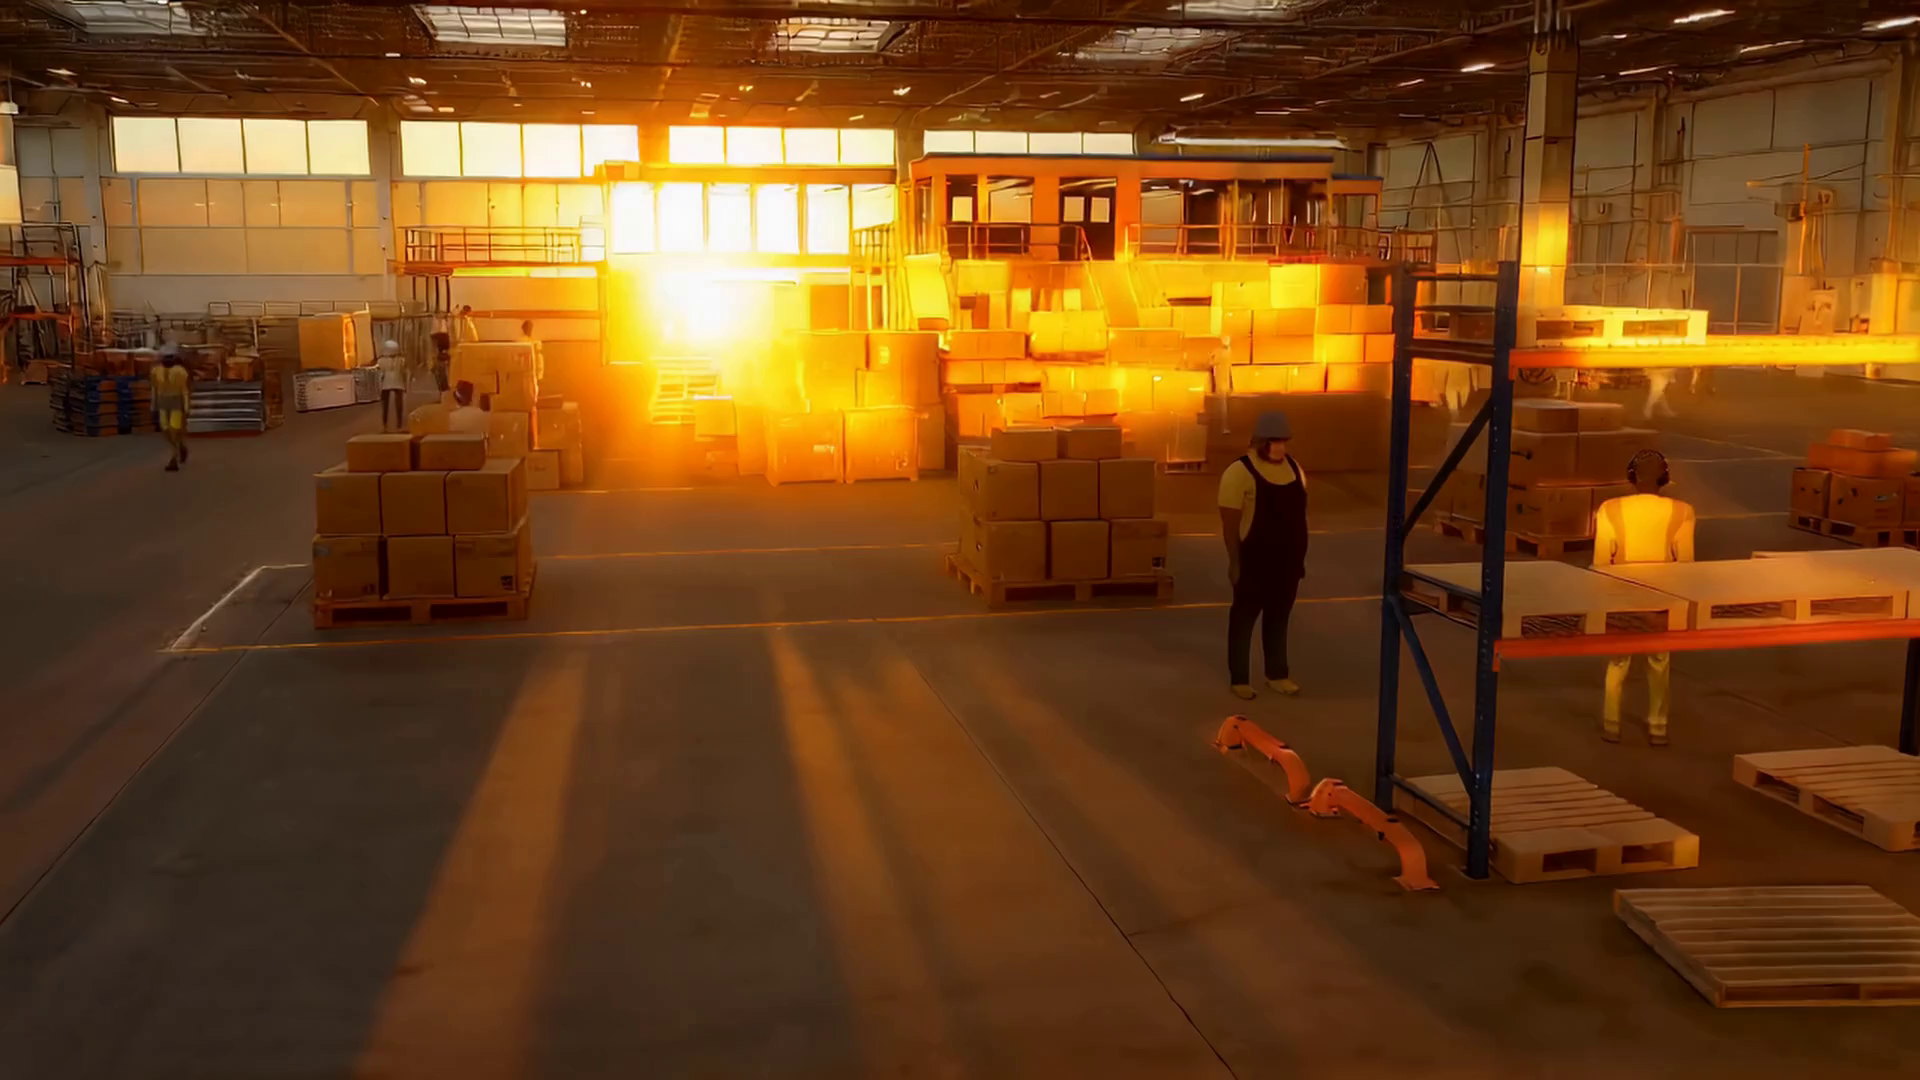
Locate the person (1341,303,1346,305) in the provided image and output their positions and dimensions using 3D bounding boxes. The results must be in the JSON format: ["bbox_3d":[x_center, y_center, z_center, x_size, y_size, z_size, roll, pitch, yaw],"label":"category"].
[{"bbox_3d":[12.599,-6.898,54.876,0.591,1.835,0.970,-5,11,-29],"label":"person"}]

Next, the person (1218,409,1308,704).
[{"bbox_3d":[2.159,0.105,11.534,0.684,2.000,0.538,-5,11,-28],"label":"person"}]

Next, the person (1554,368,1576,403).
[{"bbox_3d":[11.052,-2.940,30.409,0.542,1.939,0.368,-8,12,-40],"label":"person"}]

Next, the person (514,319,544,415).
[{"bbox_3d":[-8.771,-3.515,33.848,0.604,1.959,0.378,0,9,-2],"label":"person"}]

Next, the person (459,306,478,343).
[{"bbox_3d":[-14.799,-6.125,50.101,0.514,1.844,0.333,0,9,-3],"label":"person"}]

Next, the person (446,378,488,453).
[{"bbox_3d":[-5.145,-0.752,17.412,0.588,1.887,0.566,7,11,35],"label":"person"}]

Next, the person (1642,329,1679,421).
[{"bbox_3d":[13.790,-3.230,32.624,0.980,1.786,0.661,-3,10,-17],"label":"person"}]

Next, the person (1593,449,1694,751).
[{"bbox_3d":[4.245,0.373,10.378,0.583,1.882,0.337,3,10,17],"label":"person"}]

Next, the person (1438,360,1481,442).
[{"bbox_3d":[8.438,-2.539,28.119,0.648,1.883,1.018,-1,9,-7],"label":"person"}]

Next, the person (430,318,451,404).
[{"bbox_3d":[-11.165,-3.812,35.796,0.377,1.914,0.596,3,10,16],"label":"person"}]

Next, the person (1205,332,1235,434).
[{"bbox_3d":[4.703,-2.845,30.081,0.673,1.856,0.526,9,13,43],"label":"person"}]

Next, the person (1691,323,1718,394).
[{"bbox_3d":[17.740,-4.322,39.580,0.921,1.694,0.502,-7,12,-37],"label":"person"}]

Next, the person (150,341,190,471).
[{"bbox_3d":[-11.702,-1.997,24.716,0.555,1.922,0.722,0,9,3],"label":"person"}]

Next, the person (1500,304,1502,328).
[{"bbox_3d":[18.233,-7.137,55.986,0.644,1.932,0.574,7,12,37],"label":"person"}]

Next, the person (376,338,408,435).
[{"bbox_3d":[-9.916,-2.635,29.075,0.532,1.768,0.311,-8,12,-39],"label":"person"}]
